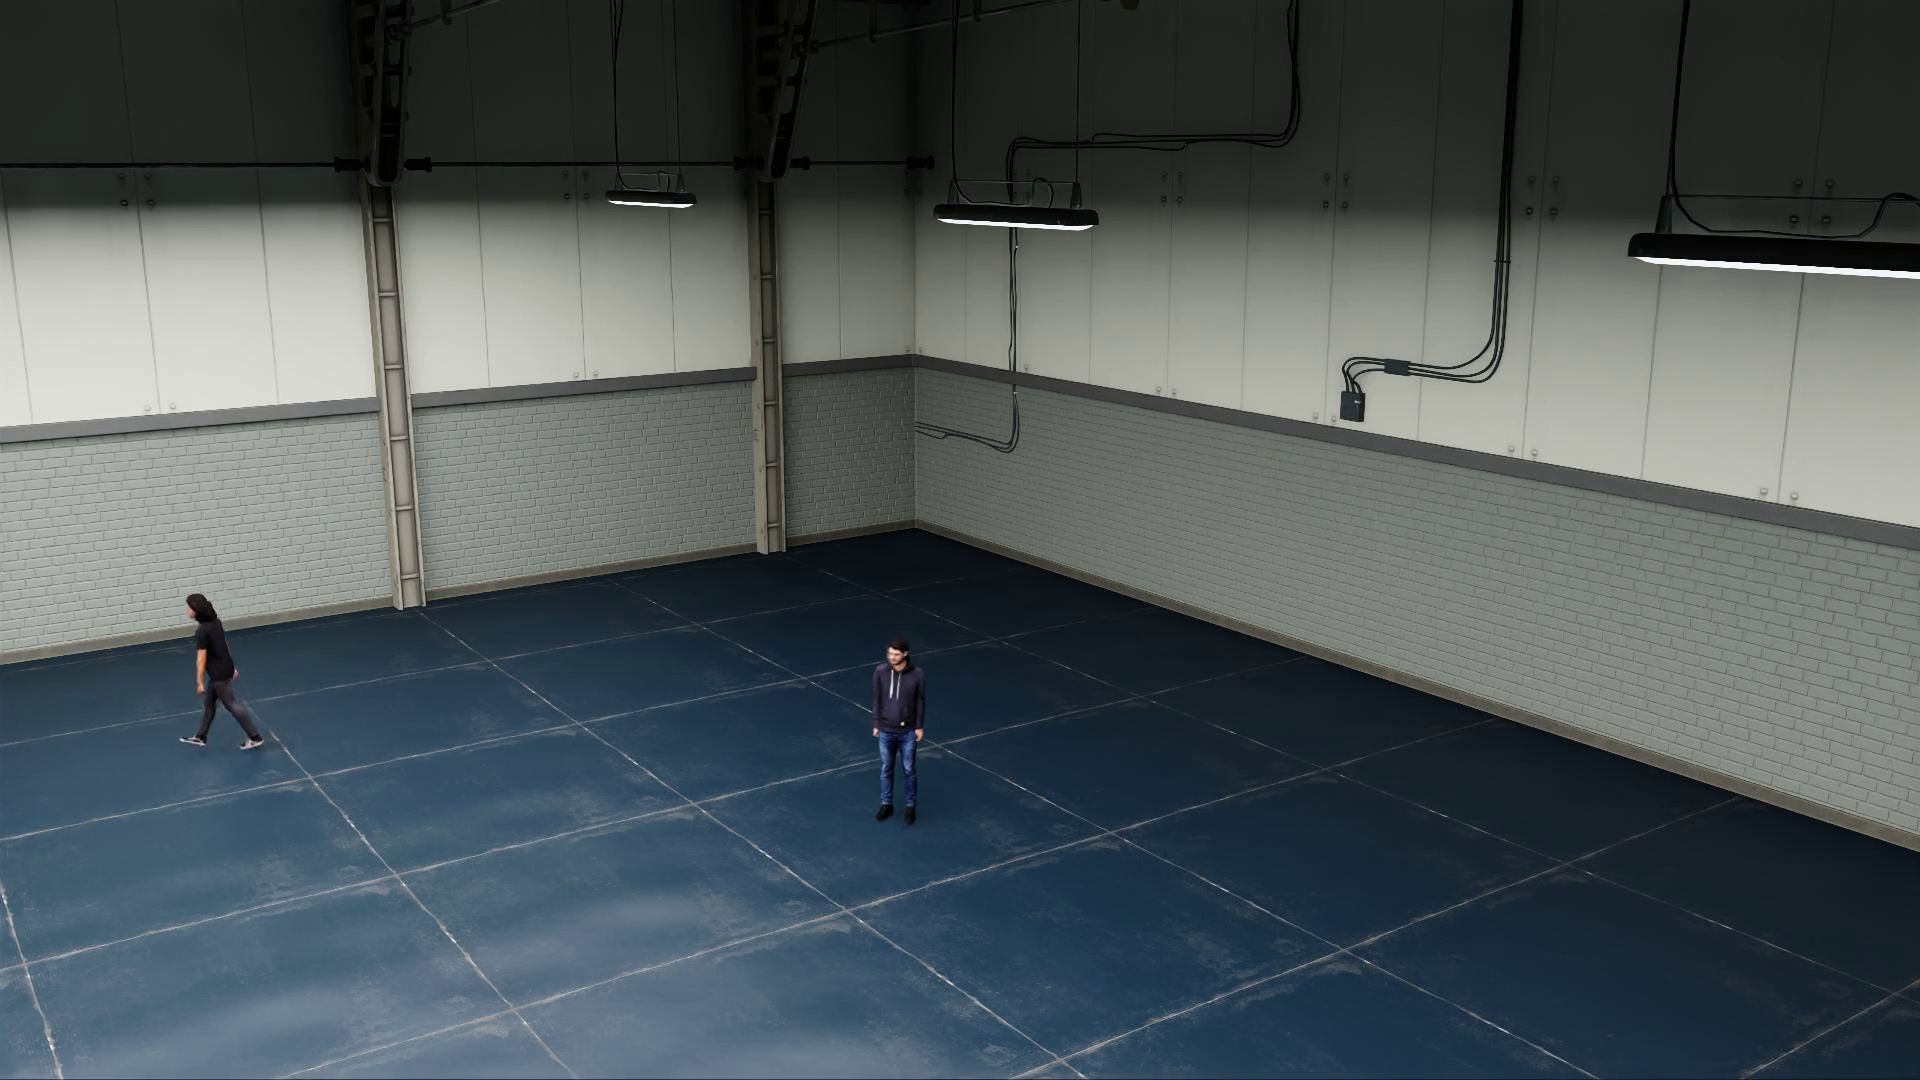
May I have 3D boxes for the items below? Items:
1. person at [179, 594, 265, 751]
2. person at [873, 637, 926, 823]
[{"bbox_3d":[-8.028,1.452,18.238,1.233,1.791,1.015,0,13,-2],"label":"person"},{"bbox_3d":[-0.599,1.836,16.361,0.751,1.889,0.803,3,13,12],"label":"person"}]
